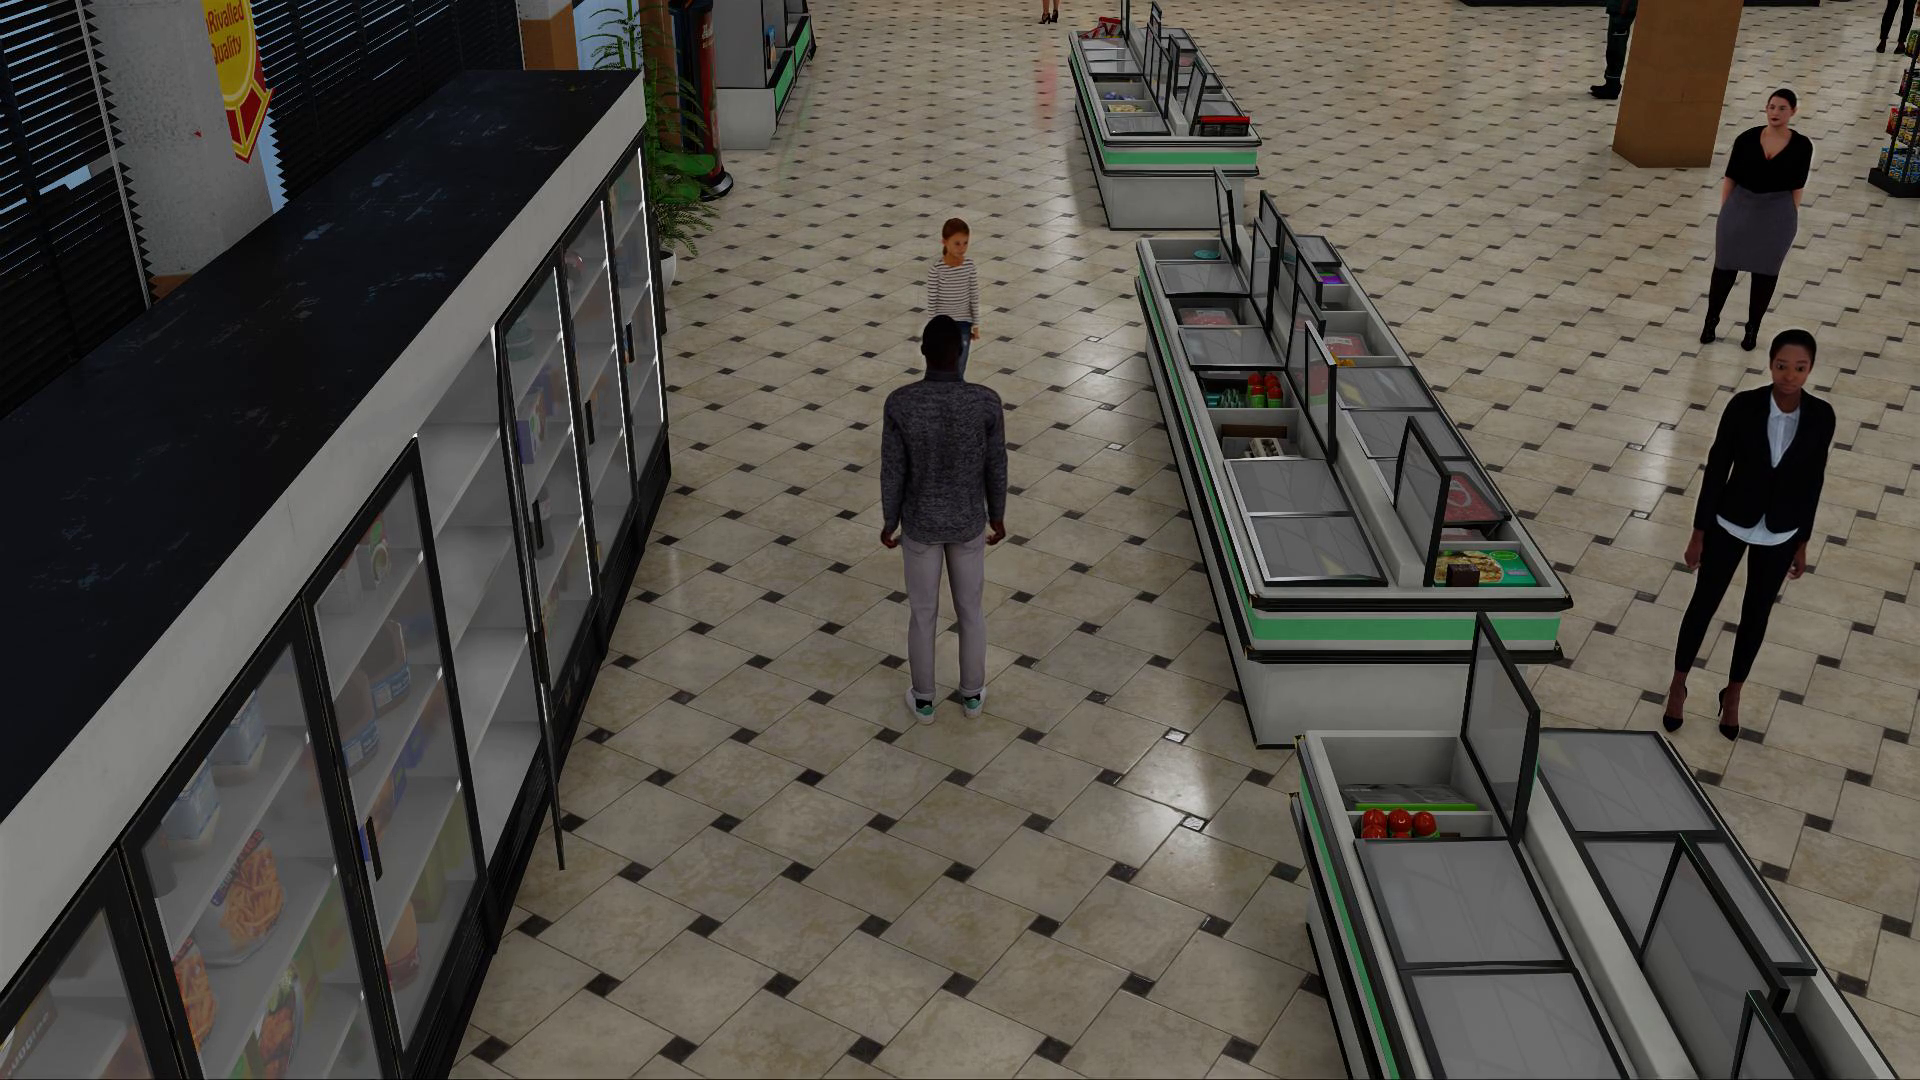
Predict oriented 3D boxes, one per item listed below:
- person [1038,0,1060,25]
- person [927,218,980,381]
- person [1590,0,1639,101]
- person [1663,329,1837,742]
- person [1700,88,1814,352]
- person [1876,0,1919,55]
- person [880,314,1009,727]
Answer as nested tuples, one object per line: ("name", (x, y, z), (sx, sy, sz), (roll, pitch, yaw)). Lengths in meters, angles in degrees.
("person", (1.209, -7.932, 22.627), (0.665, 1.728, 0.716), (-22, 34, -36))
("person", (-0.058, -1.291, 9.992), (0.544, 1.311, 0.576), (-10, 28, -18))
("person", (7.303, -5.819, 18.337), (0.817, 1.840, 0.663), (9, 28, 16))
("person", (3.256, 0.005, 6.858), (0.671, 1.834, 0.628), (8, 28, 15))
("person", (5.366, -2.157, 11.204), (0.774, 1.760, 0.790), (15, 30, 27))
("person", (11.800, -7.013, 20.714), (0.743, 1.819, 0.758), (18, 32, 31))
("person", (-0.070, -0.068, 6.998), (0.715, 1.839, 0.580), (-3, 27, -6))
